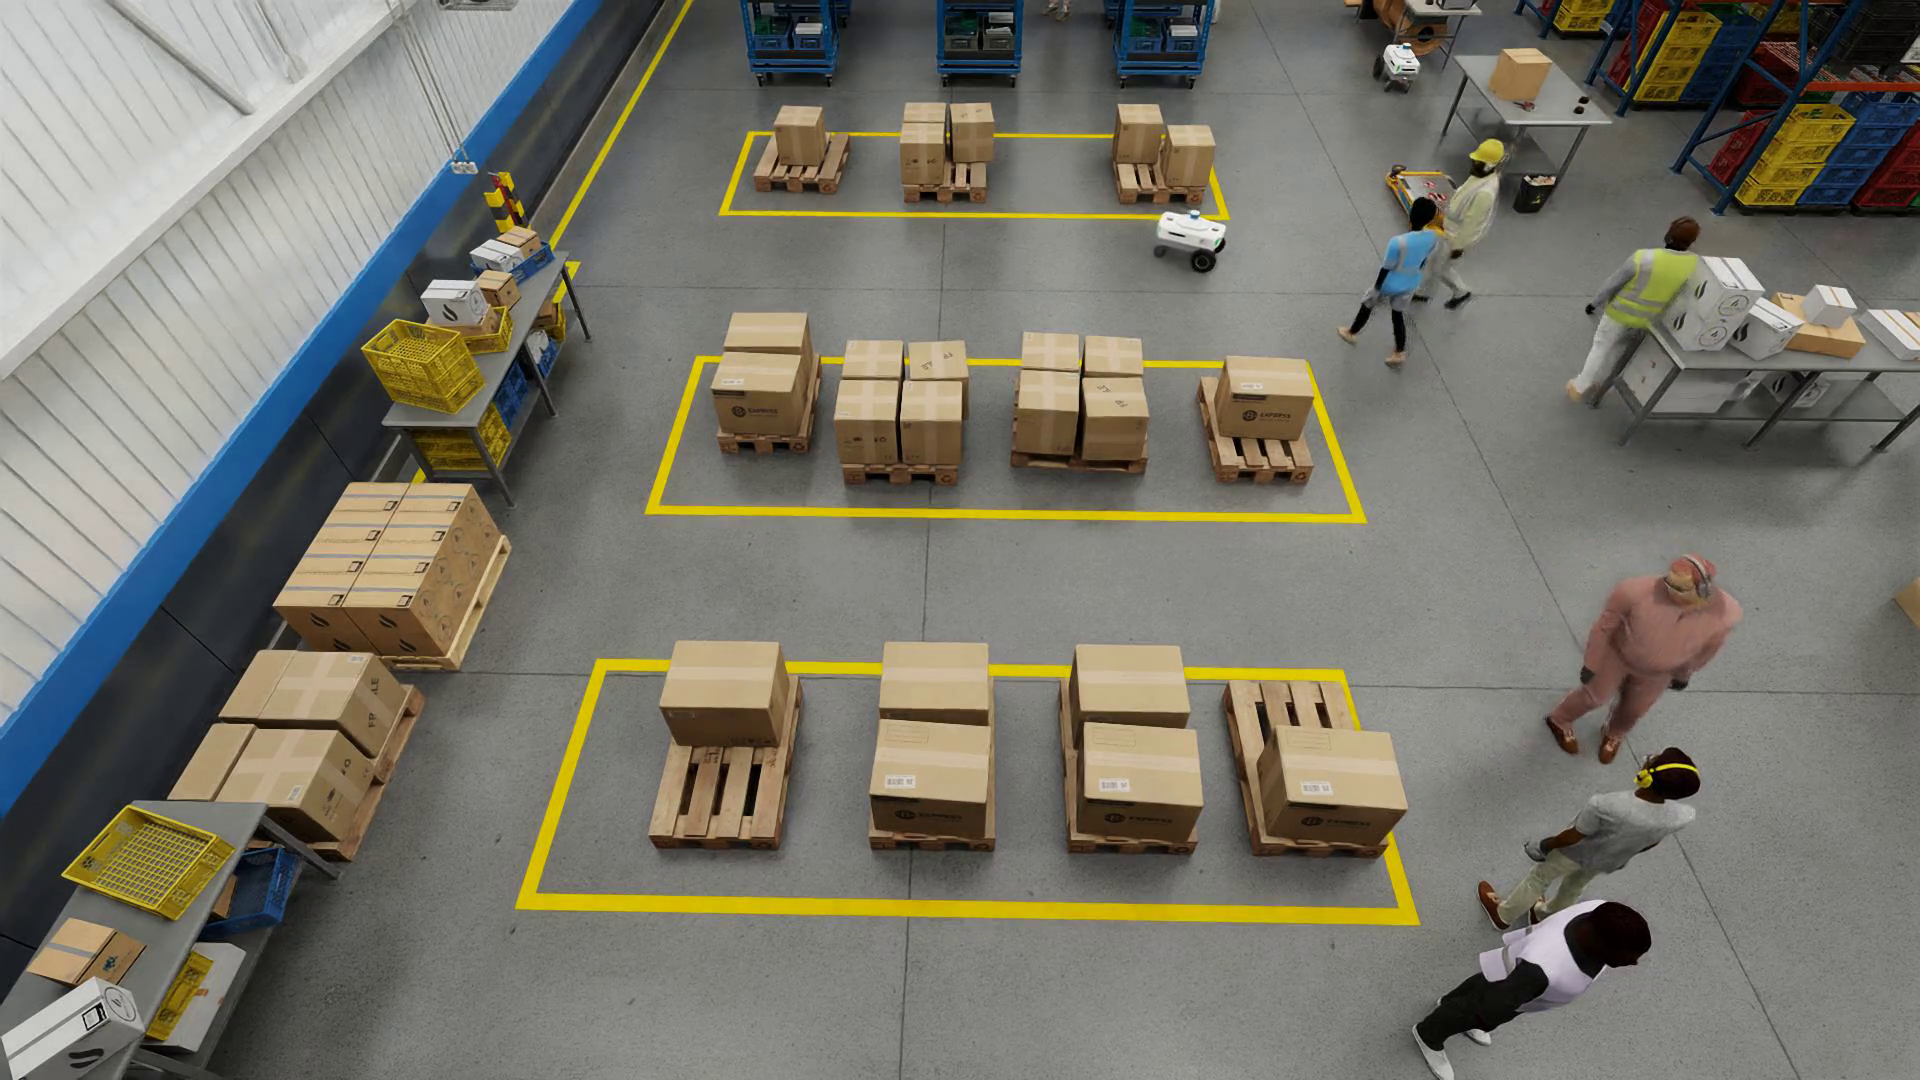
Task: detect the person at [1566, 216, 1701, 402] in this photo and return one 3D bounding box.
[{"bbox_3d":[6.059,-2.114,8.322,0.642,1.823,0.626,10,50,8],"label":"person"}]

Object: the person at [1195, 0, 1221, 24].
[{"bbox_3d":[4.027,-9.045,14.446,0.523,1.636,0.311,5,49,4],"label":"person"}]

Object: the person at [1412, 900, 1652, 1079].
[{"bbox_3d":[2.780,2.188,4.540,0.591,1.920,0.393,-26,54,-21],"label":"person"}]

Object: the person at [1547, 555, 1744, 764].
[{"bbox_3d":[4.288,0.762,5.819,0.674,1.861,0.402,17,51,15],"label":"person"}]

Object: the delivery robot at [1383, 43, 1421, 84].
[{"bbox_3d":[6.384,-6.916,13.255,0.477,0.478,0.707,2,49,2],"label":"delivery robot"}]

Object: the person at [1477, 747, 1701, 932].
[{"bbox_3d":[3.413,1.681,5.010,0.516,1.871,0.325,5,49,4],"label":"person"}]

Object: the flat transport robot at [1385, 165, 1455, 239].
[{"bbox_3d":[5.692,-4.094,11.059,0.652,0.197,1.431,1,49,1],"label":"flat transport robot"}]

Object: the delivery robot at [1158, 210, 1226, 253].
[{"bbox_3d":[2.579,-3.441,10.244,0.707,0.478,0.477,19,52,16],"label":"delivery robot"}]

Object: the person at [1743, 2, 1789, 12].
[{"bbox_3d":[13.573,-9.529,14.730,0.586,1.851,0.934,-18,52,-15],"label":"person"}]

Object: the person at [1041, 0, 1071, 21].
[{"bbox_3d":[1.614,-9.347,14.474,0.382,1.993,0.622,-34,57,-26],"label":"person"}]

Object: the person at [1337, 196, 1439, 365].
[{"bbox_3d":[4.163,-2.445,8.715,0.549,1.678,0.733,-13,50,-11],"label":"person"}]

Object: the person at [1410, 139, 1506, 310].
[{"bbox_3d":[5.059,-3.105,9.186,0.566,1.819,0.610,16,51,13],"label":"person"}]
